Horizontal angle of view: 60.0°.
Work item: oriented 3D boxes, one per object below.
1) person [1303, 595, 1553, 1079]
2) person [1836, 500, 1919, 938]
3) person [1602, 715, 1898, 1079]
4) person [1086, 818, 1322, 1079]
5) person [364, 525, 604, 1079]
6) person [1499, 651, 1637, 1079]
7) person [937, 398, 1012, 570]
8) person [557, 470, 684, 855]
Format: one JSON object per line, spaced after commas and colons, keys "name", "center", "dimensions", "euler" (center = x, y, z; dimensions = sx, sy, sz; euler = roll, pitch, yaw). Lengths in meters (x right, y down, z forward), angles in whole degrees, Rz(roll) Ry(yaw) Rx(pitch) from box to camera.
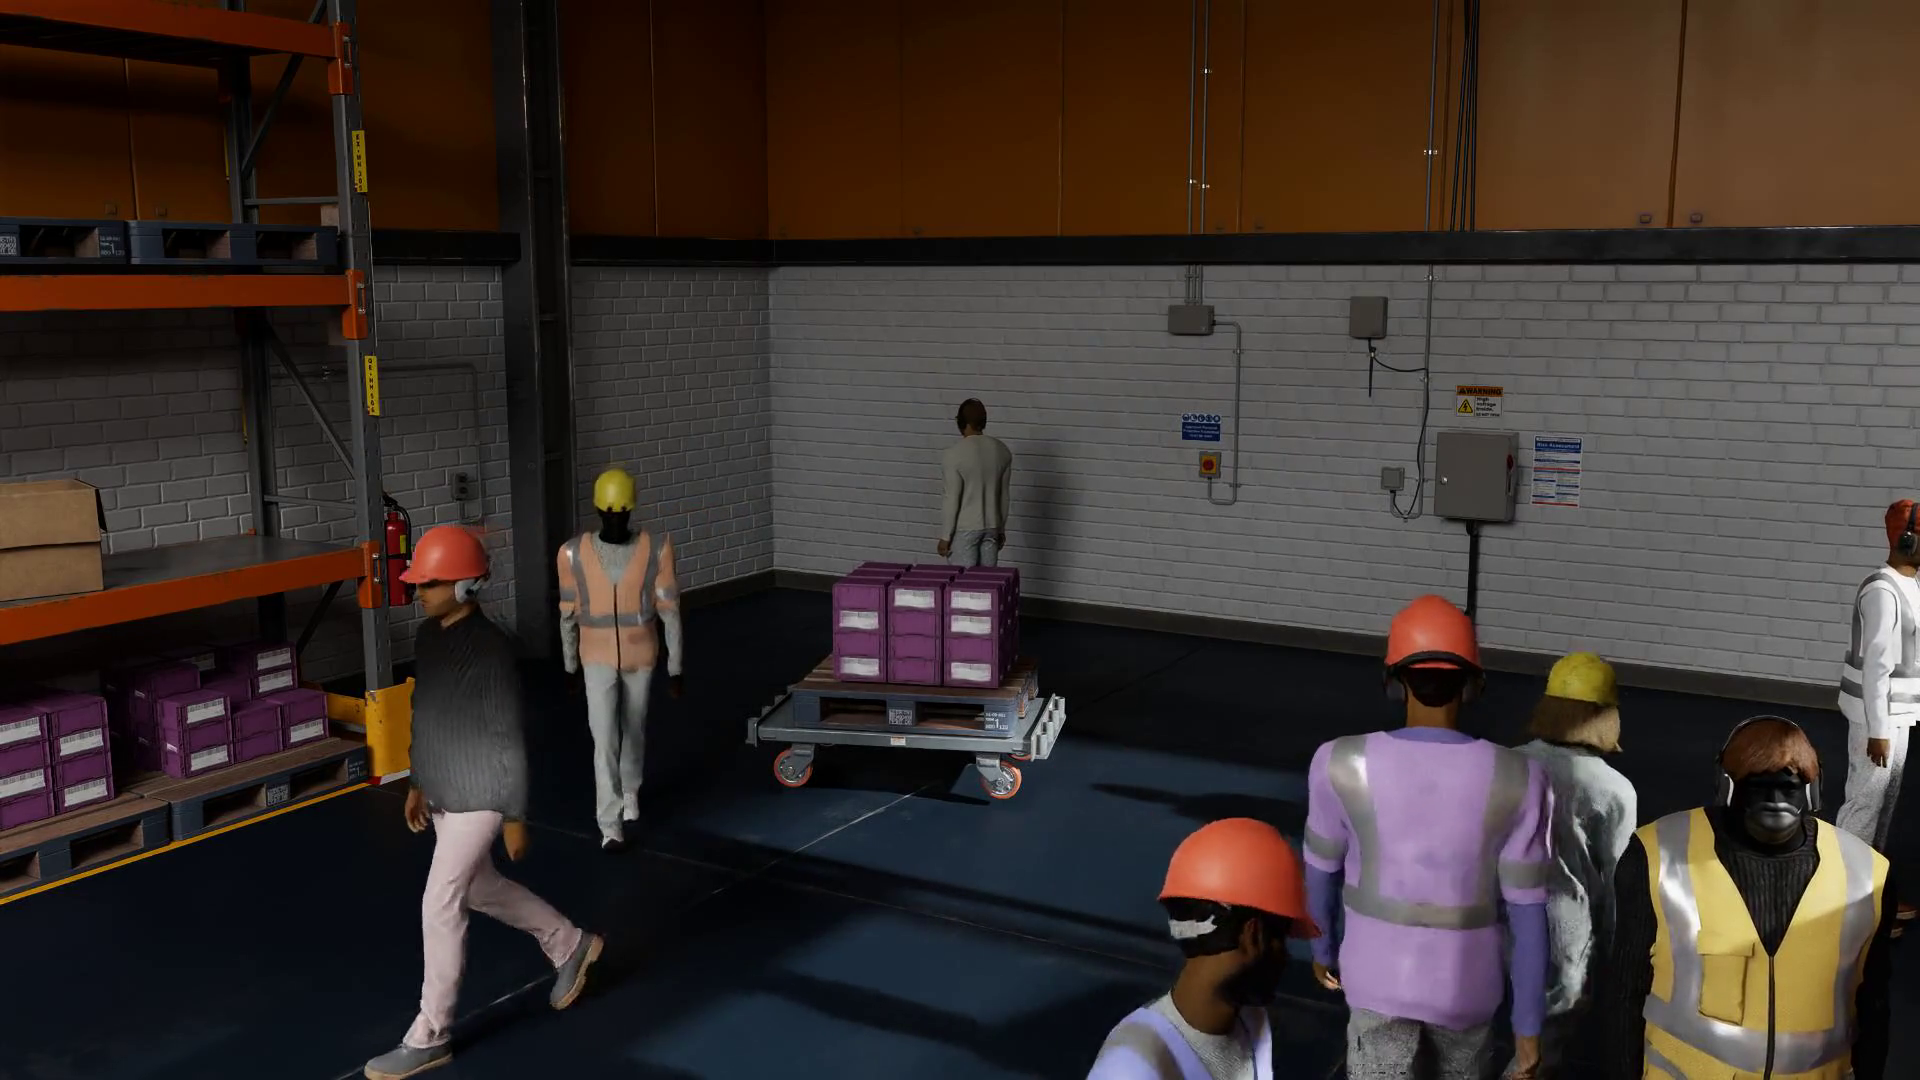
{"name": "person", "center": [1.219, 1.132, 4.448], "dimensions": [0.614, 1.997, 0.966], "euler": [2, 9, 11]}
{"name": "person", "center": [4.004, 0.759, 7.198], "dimensions": [0.347, 1.879, 0.580], "euler": [8, 12, 41]}
{"name": "person", "center": [1.824, 1.308, 3.880], "dimensions": [0.624, 1.844, 0.429], "euler": [2, 9, 12]}
{"name": "person", "center": [0.395, 1.448, 2.910], "dimensions": [0.398, 1.879, 0.649], "euler": [7, 11, 37]}
{"name": "person", "center": [-1.738, 0.899, 6.056], "dimensions": [0.942, 1.966, 0.616], "euler": [-8, 12, -40]}
{"name": "person", "center": [1.726, 1.189, 5.027], "dimensions": [0.712, 1.704, 0.492], "euler": [-4, 10, -26]}
{"name": "person", "center": [0.098, -0.064, 12.136], "dimensions": [0.636, 1.938, 0.355], "euler": [-8, 12, -40]}
{"name": "person", "center": [-1.686, 0.584, 8.301], "dimensions": [0.603, 1.870, 1.041], "euler": [-2, 9, -12]}
